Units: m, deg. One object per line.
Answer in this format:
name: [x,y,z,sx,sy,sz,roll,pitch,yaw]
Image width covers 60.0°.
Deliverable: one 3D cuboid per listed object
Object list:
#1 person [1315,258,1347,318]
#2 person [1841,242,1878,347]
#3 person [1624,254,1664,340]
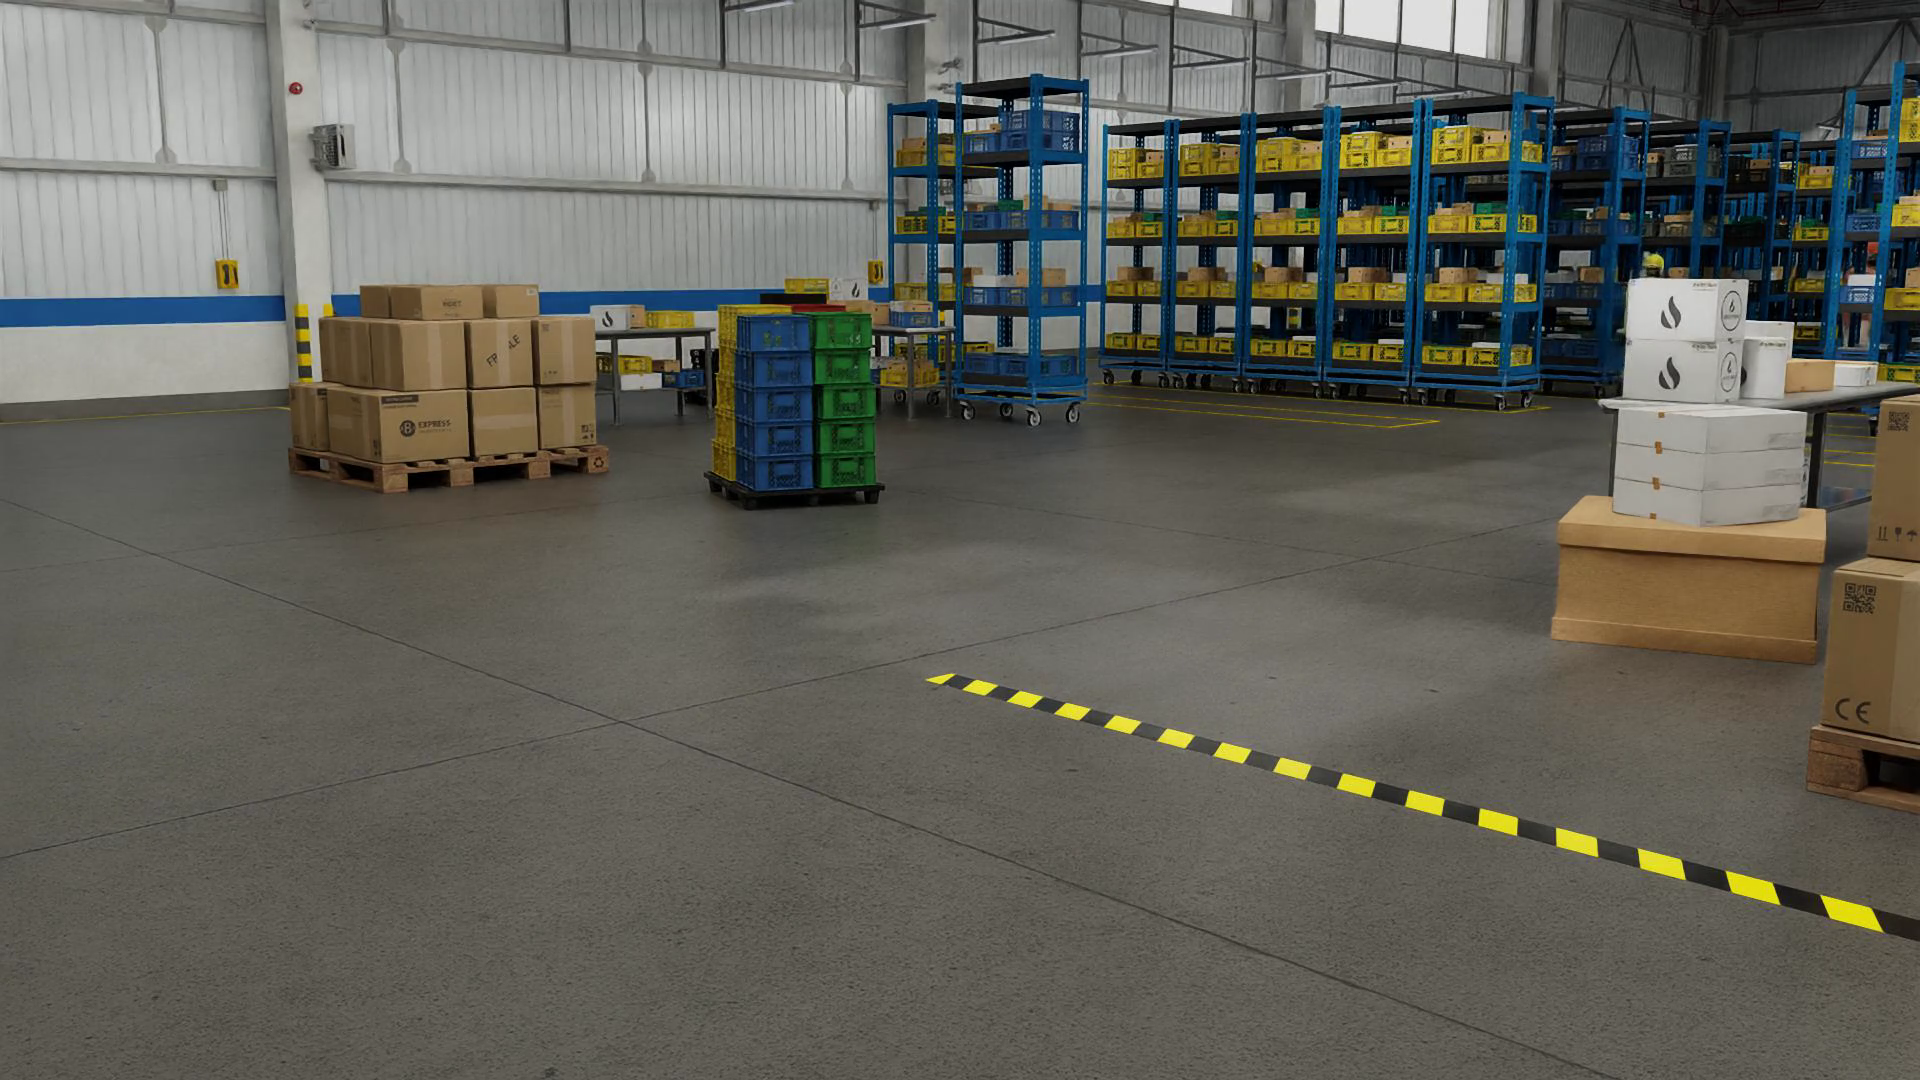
person: [6.935,-4.340,30.888,0.775,1.813,0.588,-8,13,-41]
person: [11.177,-2.724,20.650,0.394,1.994,0.612,-1,9,-5]
person: [8.454,-2.562,20.260,0.604,1.801,0.768,9,13,42]
